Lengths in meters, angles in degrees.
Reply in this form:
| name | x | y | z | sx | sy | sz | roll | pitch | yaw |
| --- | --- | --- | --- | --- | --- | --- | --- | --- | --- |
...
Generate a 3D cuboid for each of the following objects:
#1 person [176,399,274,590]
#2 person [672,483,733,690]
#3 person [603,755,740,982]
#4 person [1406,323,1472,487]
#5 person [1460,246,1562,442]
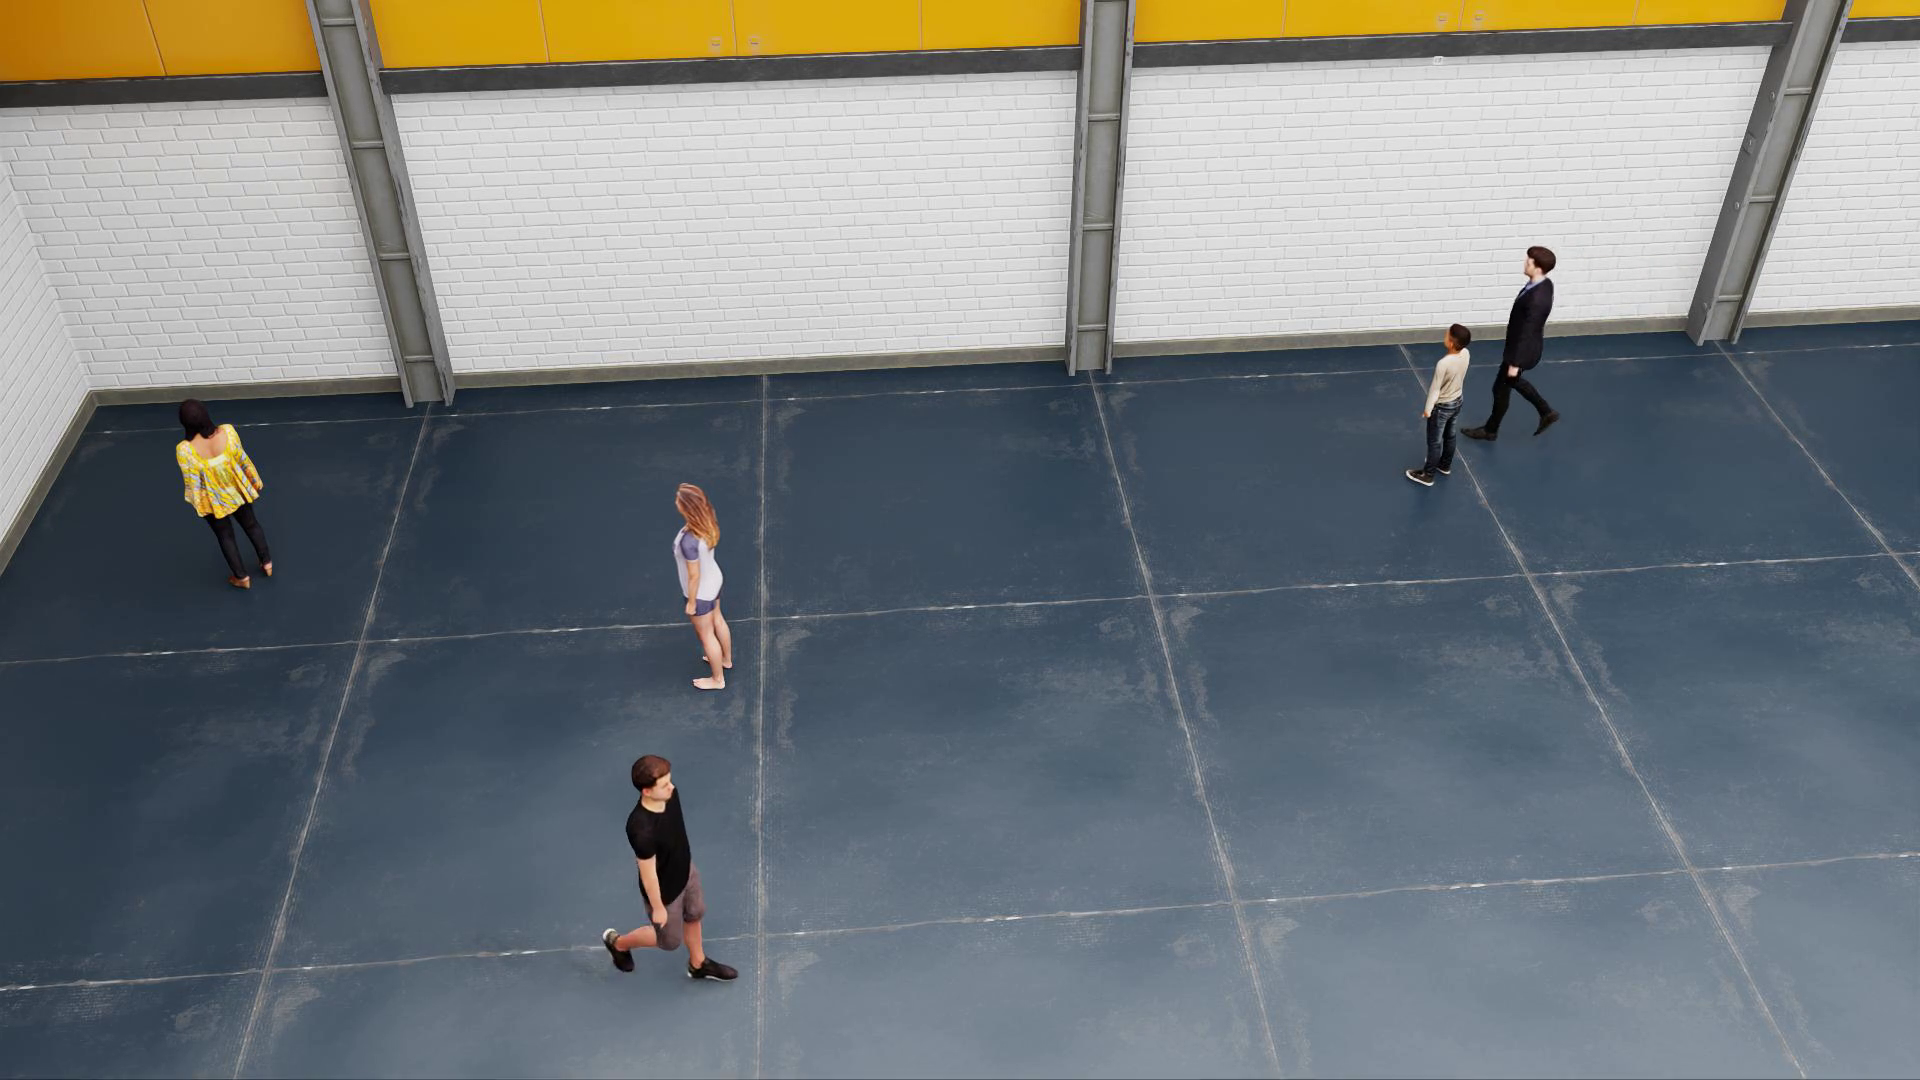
| name | x | y | z | sx | sy | sz | roll | pitch | yaw |
| --- | --- | --- | --- | --- | --- | --- | --- | --- | --- |
| person | -5.561 | -0.348 | 12.549 | 0.946 | 1.654 | 0.884 | 29 | 47 | 32 |
| person | -1.793 | 0.325 | 11.645 | 0.635 | 1.730 | 0.664 | 7 | 39 | 9 |
| person | -1.760 | 1.925 | 9.547 | 1.120 | 1.848 | 0.885 | 8 | 39 | 10 |
| person | 3.999 | -1.120 | 13.671 | 0.588 | 1.459 | 0.673 | -29 | 47 | -31 |
| person | 4.774 | -1.583 | 13.920 | 1.144 | 1.872 | 0.970 | 13 | 40 | 15 |
